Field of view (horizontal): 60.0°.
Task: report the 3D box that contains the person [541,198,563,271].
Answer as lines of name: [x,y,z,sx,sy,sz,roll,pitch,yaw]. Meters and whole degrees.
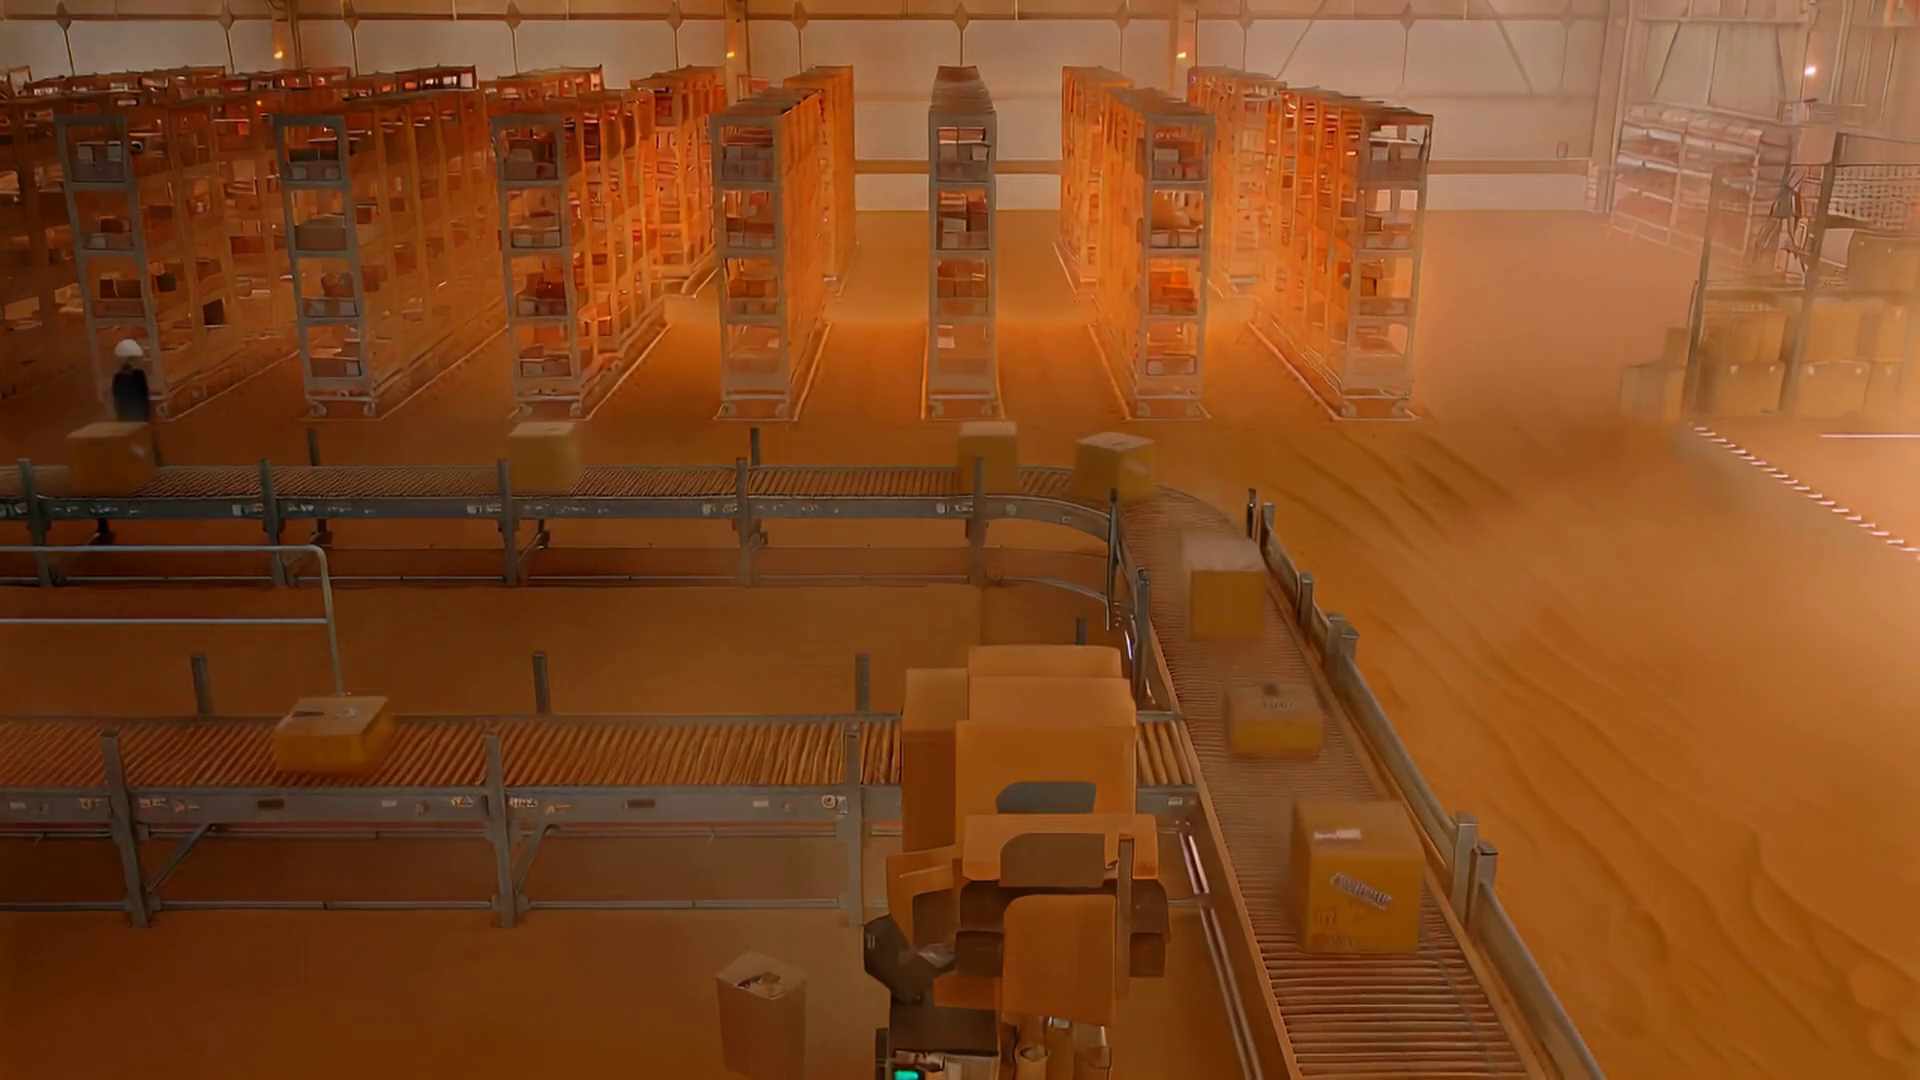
person: [-6.462,-4.581,26.784,0.603,1.830,0.404,-6,19,-18]

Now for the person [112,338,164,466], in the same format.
person: [-8.107,-1.109,16.238,0.746,1.744,0.530,1,18,3]

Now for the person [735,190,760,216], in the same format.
person: [-3.753,-5.597,29.681,0.630,1.970,0.451,2,18,7]
